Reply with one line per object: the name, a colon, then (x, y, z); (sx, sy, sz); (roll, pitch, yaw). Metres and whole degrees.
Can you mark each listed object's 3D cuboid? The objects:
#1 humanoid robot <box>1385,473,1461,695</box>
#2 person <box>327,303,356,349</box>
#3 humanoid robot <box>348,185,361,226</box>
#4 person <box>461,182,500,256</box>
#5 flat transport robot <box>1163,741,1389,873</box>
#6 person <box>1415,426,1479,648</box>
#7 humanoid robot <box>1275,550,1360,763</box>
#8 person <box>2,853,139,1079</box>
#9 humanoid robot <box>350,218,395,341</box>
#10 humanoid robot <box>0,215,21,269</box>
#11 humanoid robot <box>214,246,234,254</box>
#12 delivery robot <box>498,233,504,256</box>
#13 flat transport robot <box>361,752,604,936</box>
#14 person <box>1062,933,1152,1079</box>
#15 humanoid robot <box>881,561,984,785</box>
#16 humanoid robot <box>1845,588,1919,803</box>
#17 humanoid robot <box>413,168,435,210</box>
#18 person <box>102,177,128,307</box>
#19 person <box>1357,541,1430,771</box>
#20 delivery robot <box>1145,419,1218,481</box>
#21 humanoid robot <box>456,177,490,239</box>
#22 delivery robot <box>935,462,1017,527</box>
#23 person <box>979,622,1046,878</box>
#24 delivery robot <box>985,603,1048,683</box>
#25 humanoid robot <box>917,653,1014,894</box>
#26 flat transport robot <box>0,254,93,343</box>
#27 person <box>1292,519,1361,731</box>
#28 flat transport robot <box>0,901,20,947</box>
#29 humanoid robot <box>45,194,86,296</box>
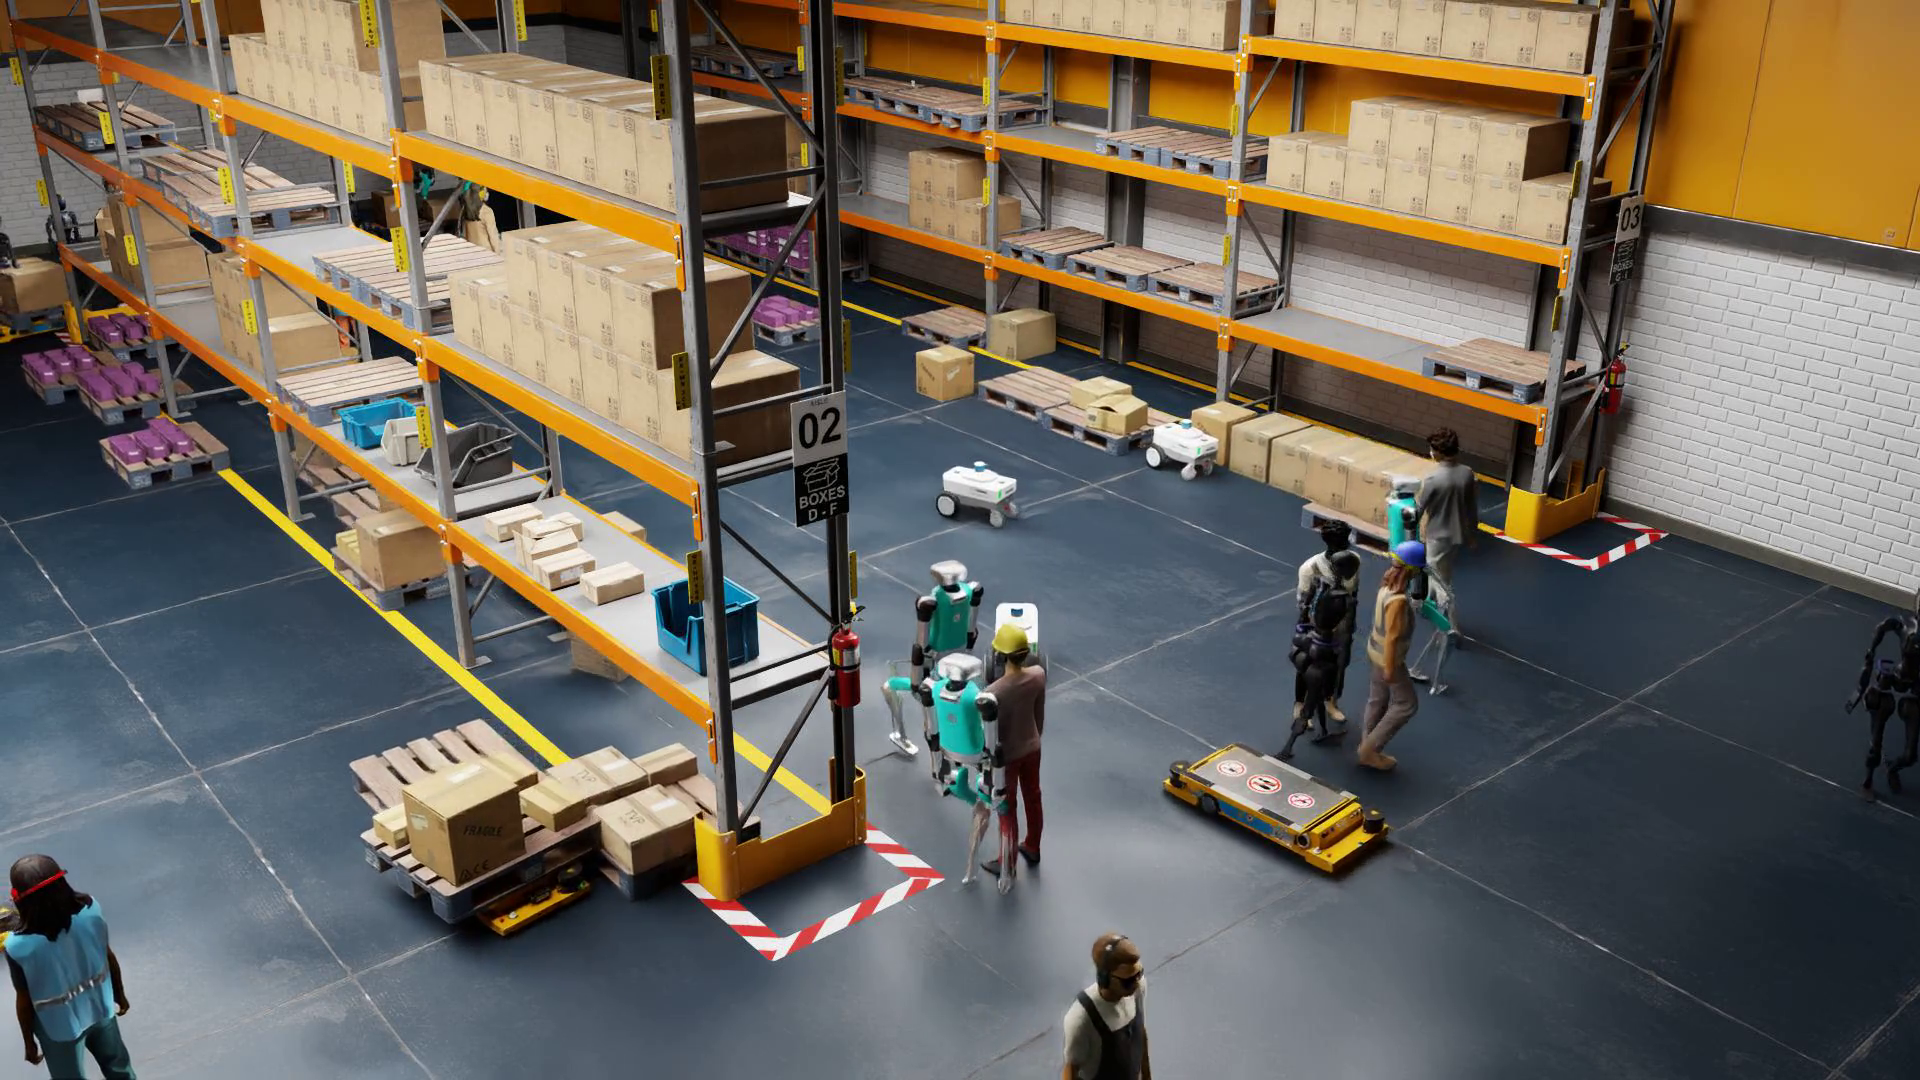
humanoid robot: (3.684, 0.341, 13.010); (0.814, 1.788, 0.603); (-1, 23, -2)
person: (-7.412, -2.775, 20.179); (0.485, 1.767, 0.324); (-3, 23, -6)
humanoid robot: (-8.731, -4.322, 23.899); (0.682, 1.633, 0.600); (-11, 26, -24)
person: (-6.550, -3.967, 22.808); (0.566, 1.874, 0.391); (11, 26, 25)
flat transport robot: (2.163, 1.805, 11.464); (0.659, 0.231, 1.431); (-21, 31, -39)
person: (3.962, -0.072, 13.817); (0.540, 1.856, 0.866); (-12, 26, -25)
humanoid robot: (2.576, 0.819, 12.022); (0.709, 1.615, 0.612); (-11, 26, -23)
person: (-4.330, 2.357, 8.183); (0.373, 1.858, 0.519); (14, 27, 30)
humanoid robot: (-7.788, -3.431, 21.856); (0.726, 1.630, 0.609); (11, 26, 23)
humanoid robot: (-12.635, -3.529, 22.025); (0.613, 1.649, 0.316); (12, 26, 26)
humanoid robot: (-10.332, -4.057, 23.223); (0.897, 1.805, 0.548); (-2, 23, -5)
delivery robot: (-7.005, -4.388, 25.465); (0.499, 0.612, 0.814); (12, 26, 26)
flat transport robot: (-3.105, 2.084, 10.817); (1.431, 0.231, 0.659); (20, 30, 38)
person: (0.638, 2.557, 7.777); (0.887, 1.813, 0.513); (19, 30, 37)
humanoid robot: (-0.257, 0.878, 11.819); (0.531, 1.751, 1.039); (-17, 29, -34)
humanoid robot: (6.473, 1.041, 11.455); (0.613, 1.642, 0.374); (8, 25, 18)
humanoid robot: (-9.132, -6.032, 27.884); (0.744, 1.890, 0.539); (9, 25, 20)
person: (-11.586, -4.177, 23.280); (0.672, 1.879, 0.664); (2, 23, 6)
person: (3.091, 0.833, 11.820); (0.383, 1.758, 0.497); (3, 23, 6)
delivery robot: (2.352, -0.981, 17.549); (0.524, 0.589, 0.761); (-18, 29, -35)
humanoid robot: (-7.351, -4.807, 24.923); (0.530, 1.800, 0.607); (10, 25, 23)
delivery robot: (0.164, -0.473, 16.399); (0.792, 0.611, 0.499); (14, 27, 30)
person: (0.329, 1.341, 10.648); (0.524, 1.768, 0.326); (-19, 30, -38)
delivery robot: (0.456, 0.810, 13.415); (0.499, 0.601, 0.805); (1, 23, 2)
humanoid robot: (0.122, 1.454, 10.467); (0.544, 1.804, 0.759); (13, 26, 27)
flat transport robot: (-12.440, -2.932, 22.433); (0.659, 0.231, 1.431); (18, 29, 36)
person: (2.738, 0.617, 12.421); (0.535, 1.691, 0.319); (-10, 25, -22)
flat transport robot: (-6.516, 2.312, 10.289); (1.431, 0.231, 0.659); (13, 26, 27)
humanoid robot: (-12.426, -3.990, 23.101); (0.385, 1.640, 0.602); (6, 24, 13)
